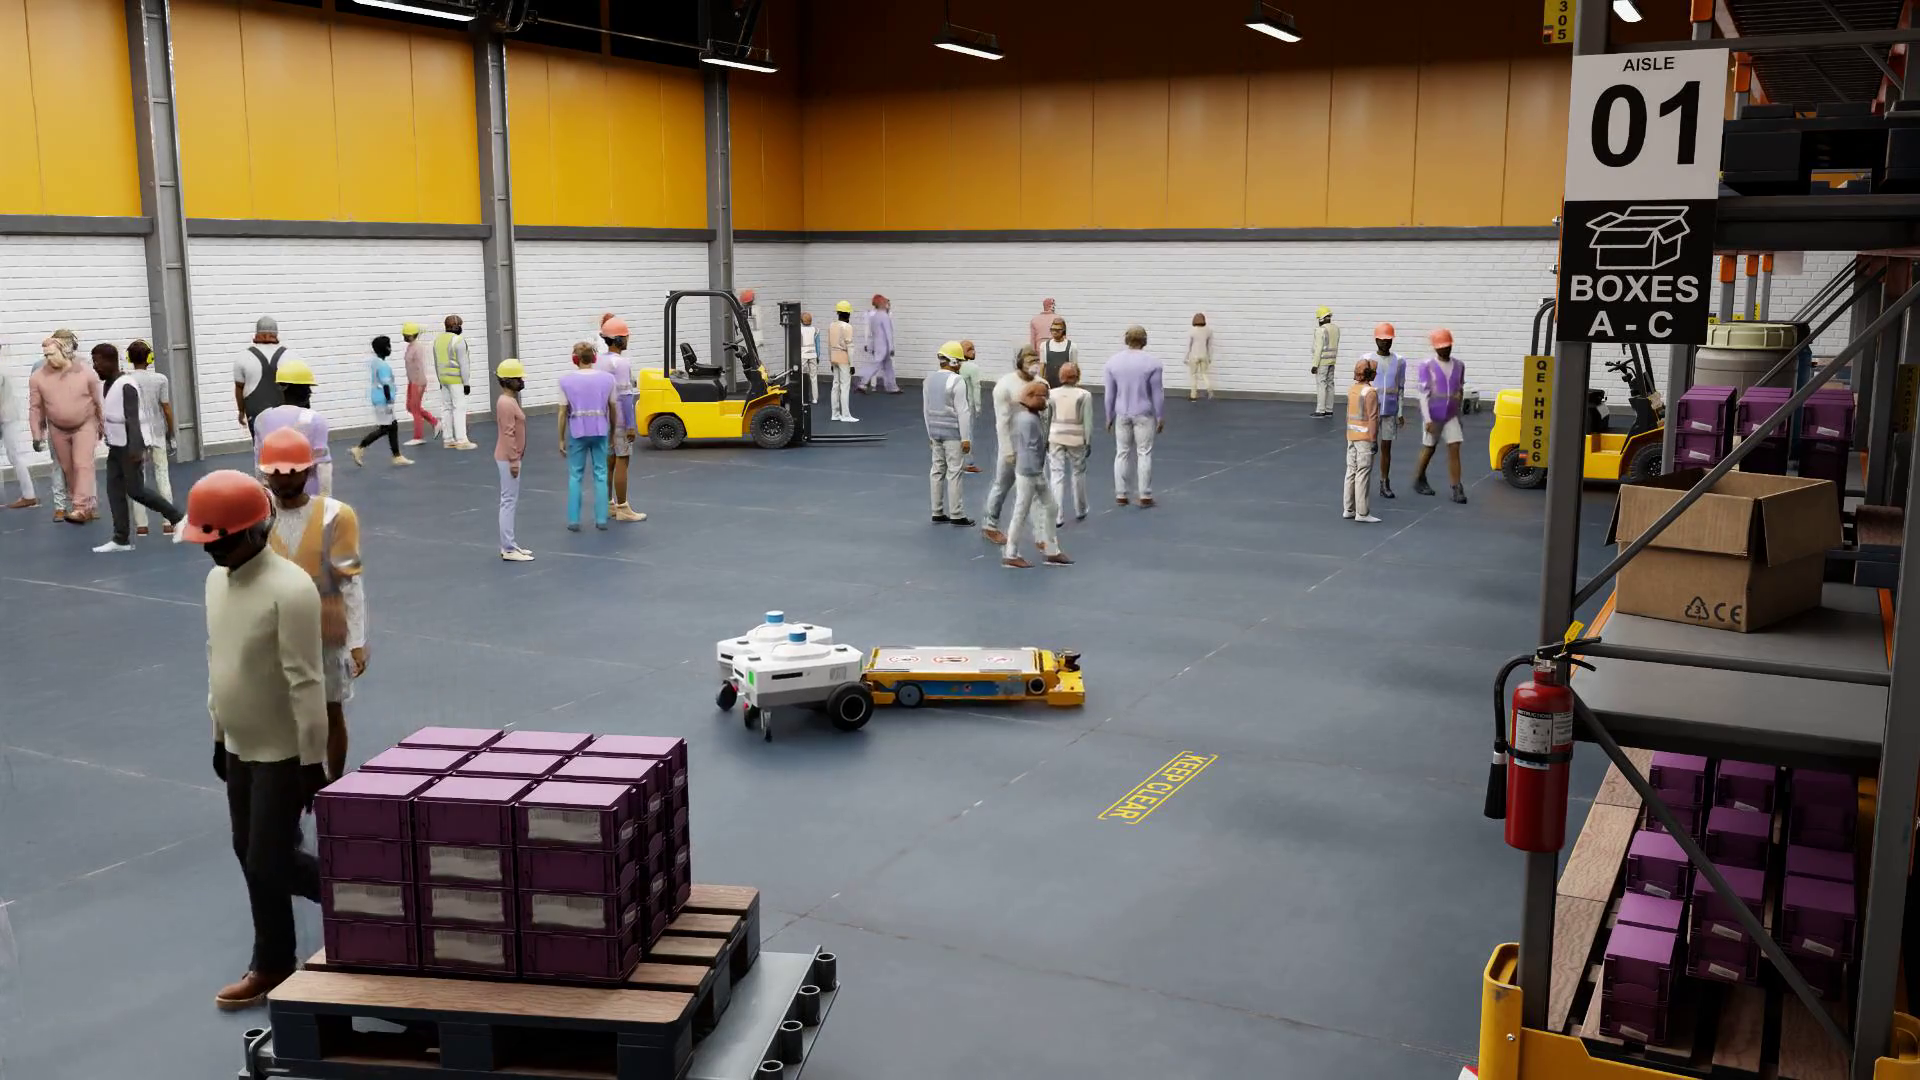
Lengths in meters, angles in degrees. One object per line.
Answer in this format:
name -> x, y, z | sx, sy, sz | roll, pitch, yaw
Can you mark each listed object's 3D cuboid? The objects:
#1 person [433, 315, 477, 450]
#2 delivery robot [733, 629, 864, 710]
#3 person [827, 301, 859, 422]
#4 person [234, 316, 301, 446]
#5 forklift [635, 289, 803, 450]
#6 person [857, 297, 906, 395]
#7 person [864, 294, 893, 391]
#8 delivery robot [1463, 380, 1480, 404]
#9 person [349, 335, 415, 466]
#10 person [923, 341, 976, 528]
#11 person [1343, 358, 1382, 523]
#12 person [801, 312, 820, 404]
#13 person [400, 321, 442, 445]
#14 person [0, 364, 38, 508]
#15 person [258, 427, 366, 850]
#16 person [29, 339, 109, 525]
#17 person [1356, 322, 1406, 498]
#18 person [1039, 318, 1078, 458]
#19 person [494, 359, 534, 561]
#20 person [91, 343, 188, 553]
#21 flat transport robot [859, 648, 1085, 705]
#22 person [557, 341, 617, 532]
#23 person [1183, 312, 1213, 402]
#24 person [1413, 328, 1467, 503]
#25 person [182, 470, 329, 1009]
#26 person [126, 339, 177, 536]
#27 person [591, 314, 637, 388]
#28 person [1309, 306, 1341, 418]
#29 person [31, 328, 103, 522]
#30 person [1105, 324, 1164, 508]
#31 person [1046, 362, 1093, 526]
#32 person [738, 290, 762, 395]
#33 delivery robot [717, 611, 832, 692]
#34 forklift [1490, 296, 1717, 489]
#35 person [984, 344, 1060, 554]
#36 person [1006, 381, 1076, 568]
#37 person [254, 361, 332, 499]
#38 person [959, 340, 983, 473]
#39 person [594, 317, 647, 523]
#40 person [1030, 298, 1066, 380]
person -> -6.927, -2.161, 22.824 | 0.634, 1.839, 0.429 | 7, 12, 36
delivery robot -> -0.917, 0.748, 9.423 | 0.707, 0.478, 0.477 | -5, 11, -24
person -> -1.861, -2.837, 26.484 | 0.372, 1.925, 0.595 | -8, 13, -39
person -> -7.544, -1.458, 18.169 | 0.687, 2.000, 0.950 | -5, 11, -26
forklift -> -3.358, -2.392, 23.136 | 2.313, 2.155, 1.214 | -1, 10, -5
person -> -1.526, -3.668, 31.541 | 0.979, 1.856, 0.643 | -3, 10, -17
person -> -1.592, -3.845, 32.448 | 0.573, 1.883, 0.356 | -2, 10, -11
delivery robot -> 8.418, -2.446, 27.915 | 0.707, 0.478, 0.477 | -10, 14, -44
person -> -7.267, -1.729, 20.792 | 0.740, 1.672, 0.539 | -5, 11, -26
person -> -0.097, -1.035, 16.359 | 0.403, 1.822, 0.588 | -9, 13, -41
person -> 4.031, -0.996, 16.656 | 0.305, 1.639, 0.522 | -3, 10, -14
person -> -2.724, -3.220, 29.541 | 0.522, 1.637, 0.306 | -5, 11, -27
person -> -7.552, -2.193, 23.265 | 0.521, 1.741, 0.555 | -6, 11, -31
person -> -10.076, -1.208, 17.344 | 0.747, 1.829, 0.514 | -9, 13, -41
person -> -2.973, 0.451, 7.517 | 0.563, 1.908, 0.819 | -2, 10, -12
person -> -8.809, -1.061, 16.449 | 0.702, 1.847, 0.959 | -2, 10, -12
person -> 4.611, -1.417, 18.225 | 0.543, 1.940, 0.361 | 0, 10, -1
person -> 1.285, -1.984, 21.787 | 0.517, 1.841, 0.325 | 2, 10, 12
person -> -3.917, -0.701, 14.581 | 0.316, 1.769, 0.523 | -3, 10, -15
person -> -7.488, -0.843, 15.081 | 0.640, 1.884, 0.773 | 9, 13, 42
flat transport robot -> 0.028, 0.818, 10.115 | 1.431, 0.197, 0.652 | 0, 10, 2
person -> -3.588, -0.991, 16.042 | 0.567, 1.844, 0.426 | -4, 11, -22
person -> 4.308, -3.285, 29.959 | 0.521, 1.621, 0.537 | -3, 10, -16
person -> 5.245, -1.371, 18.157 | 0.568, 1.887, 0.941 | -2, 10, -10
person -> -2.396, 0.710, 5.845 | 0.699, 1.959, 0.592 | 7, 12, 37
person -> -7.741, -0.968, 15.827 | 0.520, 1.873, 0.328 | -3, 10, -16
person -> -4.868, -2.261, 23.426 | 0.588, 1.837, 0.972 | 5, 11, 25
person -> 5.926, -2.891, 27.102 | 0.588, 1.823, 0.403 | -10, 14, -44
person -> -8.949, -1.158, 16.733 | 0.632, 1.940, 0.372 | -6, 11, -29
person -> 1.846, -1.304, 17.578 | 0.635, 1.936, 0.355 | 4, 11, 22
person -> 1.085, -0.964, 16.555 | 0.535, 1.596, 0.830 | 3, 10, 17
person -> -3.947, -3.729, 31.503 | 0.392, 1.993, 0.753 | 2, 10, 9
delivery robot -> -1.097, 0.667, 9.893 | 0.477, 0.478, 0.707 | 9, 13, 41
forklift -> 7.296, -1.677, 18.993 | 2.313, 2.155, 1.214 | 5, 11, 27
person -> 0.542, -0.837, 15.064 | 0.617, 1.887, 1.043 | -6, 11, -30
person -> 0.702, -0.538, 14.102 | 0.700, 1.610, 0.508 | 3, 10, 16
person -> -4.727, -0.313, 11.879 | 0.589, 1.924, 0.384 | 3, 10, 15
person -> 0.058, -1.633, 20.364 | 0.507, 1.630, 0.268 | 9, 13, 43
person -> -3.414, -1.195, 16.633 | 0.370, 2.048, 0.607 | -8, 13, -39
person -> 1.548, -3.249, 28.958 | 0.641, 1.901, 0.401 | 4, 10, 21
